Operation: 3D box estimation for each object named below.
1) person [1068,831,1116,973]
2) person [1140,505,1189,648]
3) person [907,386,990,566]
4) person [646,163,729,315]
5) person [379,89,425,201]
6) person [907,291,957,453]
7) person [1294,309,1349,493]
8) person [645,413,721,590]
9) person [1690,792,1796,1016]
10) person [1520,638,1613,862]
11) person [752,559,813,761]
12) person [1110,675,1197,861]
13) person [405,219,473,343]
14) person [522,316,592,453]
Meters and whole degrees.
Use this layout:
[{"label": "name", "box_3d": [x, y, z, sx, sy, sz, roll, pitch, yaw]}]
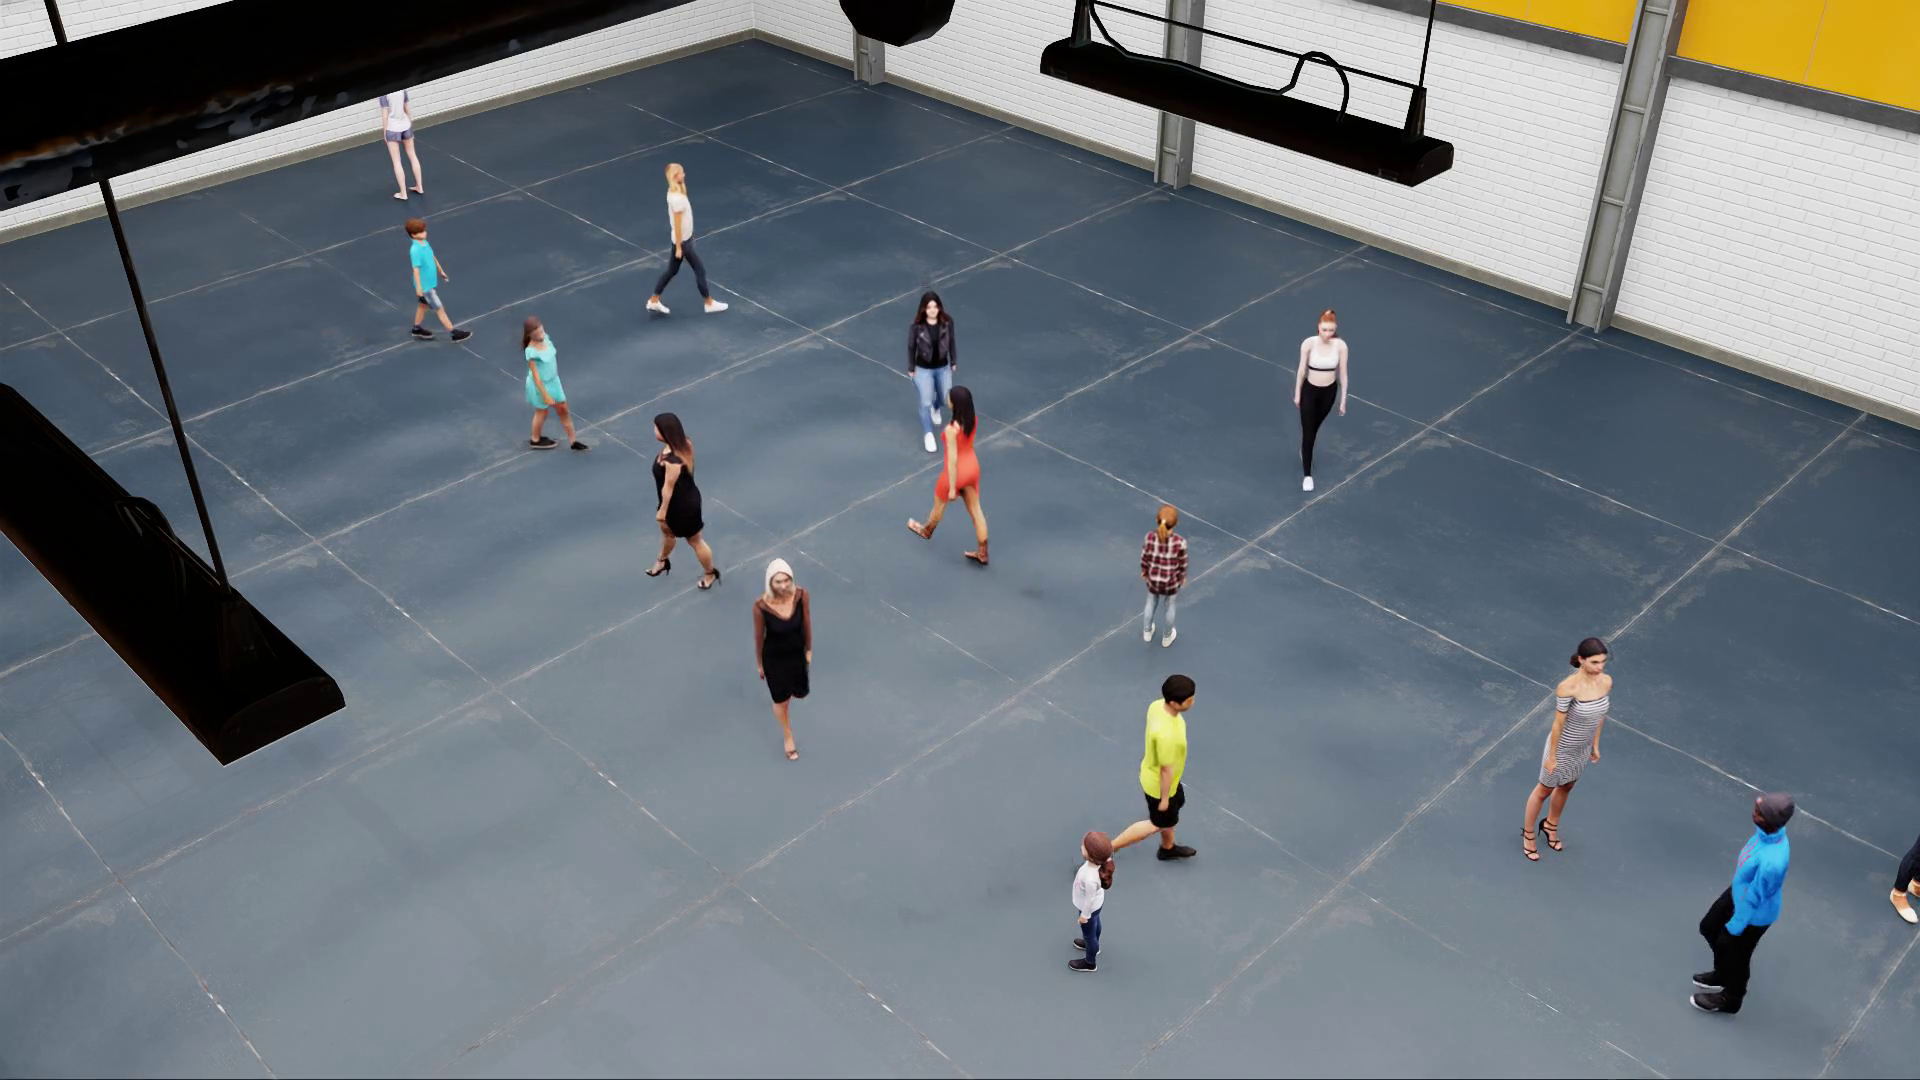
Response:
[{"label": "person", "box_3d": [0.839, 2.289, 10.618, 0.581, 1.111, 0.533, 8, 34, 11]}, {"label": "person", "box_3d": [1.651, 0.292, 13.446, 0.577, 1.306, 0.674, 12, 36, 18]}, {"label": "person", "box_3d": [0.074, -0.512, 14.328, 1.121, 1.669, 0.707, 23, 40, 31]}, {"label": "person", "box_3d": [-3.177, -3.281, 18.403, 1.047, 1.771, 1.161, -8, 35, -13]}, {"label": "person", "box_3d": [-7.229, -5.283, 21.420, 0.565, 1.765, 0.585, 25, 41, 32]}, {"label": "person", "box_3d": [-0.299, -1.682, 16.132, 0.842, 1.622, 0.931, -9, 35, -13]}, {"label": "person", "box_3d": [3.356, -1.383, 15.606, 1.105, 1.705, 1.126, 1, 34, 2]}, {"label": "person", "box_3d": [-2.247, -0.286, 13.972, 1.012, 1.687, 0.959, -1, 34, -2]}, {"label": "person", "box_3d": [4.886, 2.251, 10.070, 0.753, 1.781, 0.741, 9, 35, 13]}, {"label": "person", "box_3d": [4.121, 1.415, 11.291, 0.662, 1.822, 0.652, -14, 36, -20]}, {"label": "person", "box_3d": [-1.325, 0.812, 12.282, 0.773, 1.729, 0.943, -13, 36, -19]}, {"label": "person", "box_3d": [1.270, 1.588, 11.154, 1.067, 1.685, 1.016, -2, 34, -2]}, {"label": "person", "box_3d": [-5.840, -2.795, 17.997, 0.973, 1.411, 0.909, 0, 34, 1]}, {"label": "person", "box_3d": [-4.035, -1.499, 15.957, 1.015, 1.510, 0.850, 6, 34, 9]}]
